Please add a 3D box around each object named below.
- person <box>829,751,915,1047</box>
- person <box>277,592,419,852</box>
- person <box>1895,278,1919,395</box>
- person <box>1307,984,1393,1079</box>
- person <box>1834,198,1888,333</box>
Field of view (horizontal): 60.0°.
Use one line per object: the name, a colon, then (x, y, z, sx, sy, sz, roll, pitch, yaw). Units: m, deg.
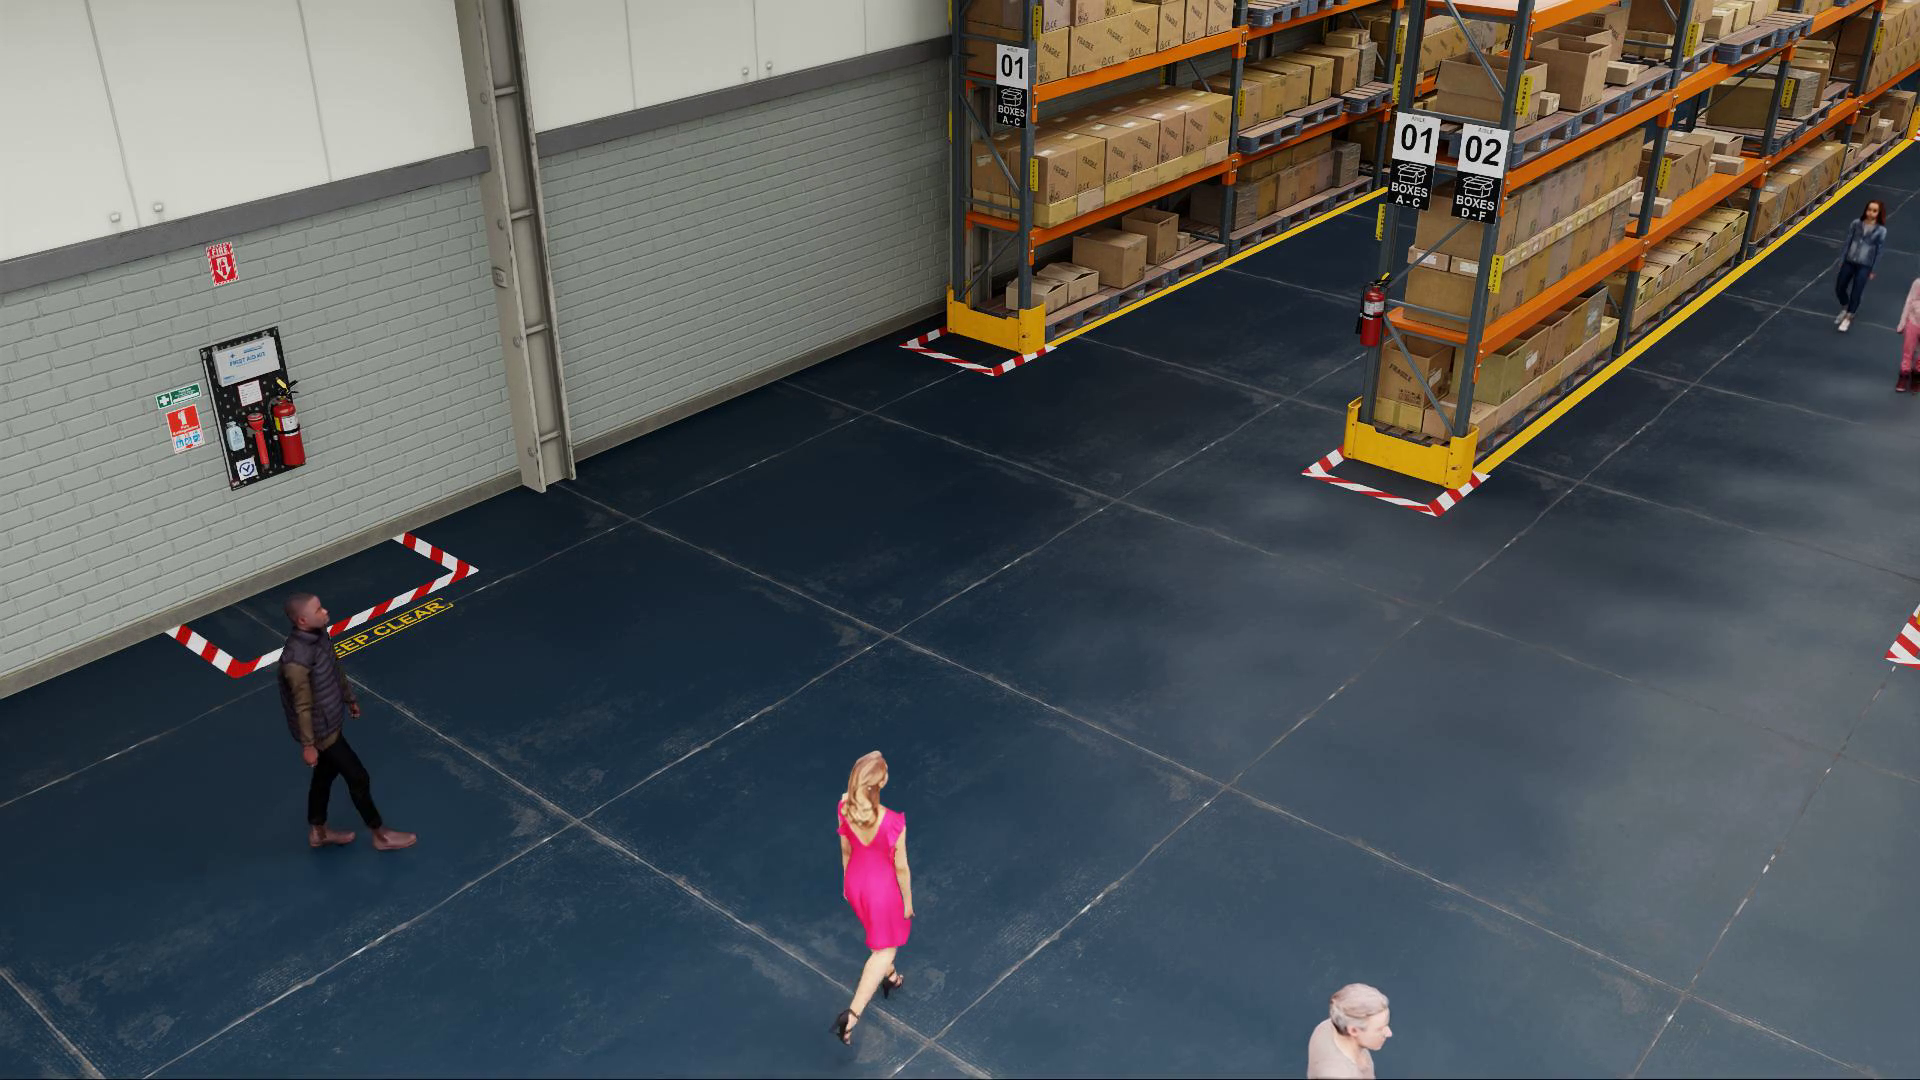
person: (-0.483, 1.889, 8.714, 0.639, 1.703, 0.989, 18, 33, 29)
person: (-3.921, 1.135, 10.013, 1.088, 1.812, 1.018, -4, 28, -7)
person: (9.654, -2.193, 16.663, 0.619, 1.436, 0.603, 14, 31, 25)
person: (1.577, 2.646, 7.114, 0.833, 1.869, 0.766, -1, 28, -2)
person: (9.864, -3.028, 18.192, 0.597, 1.471, 0.612, -22, 35, -35)
